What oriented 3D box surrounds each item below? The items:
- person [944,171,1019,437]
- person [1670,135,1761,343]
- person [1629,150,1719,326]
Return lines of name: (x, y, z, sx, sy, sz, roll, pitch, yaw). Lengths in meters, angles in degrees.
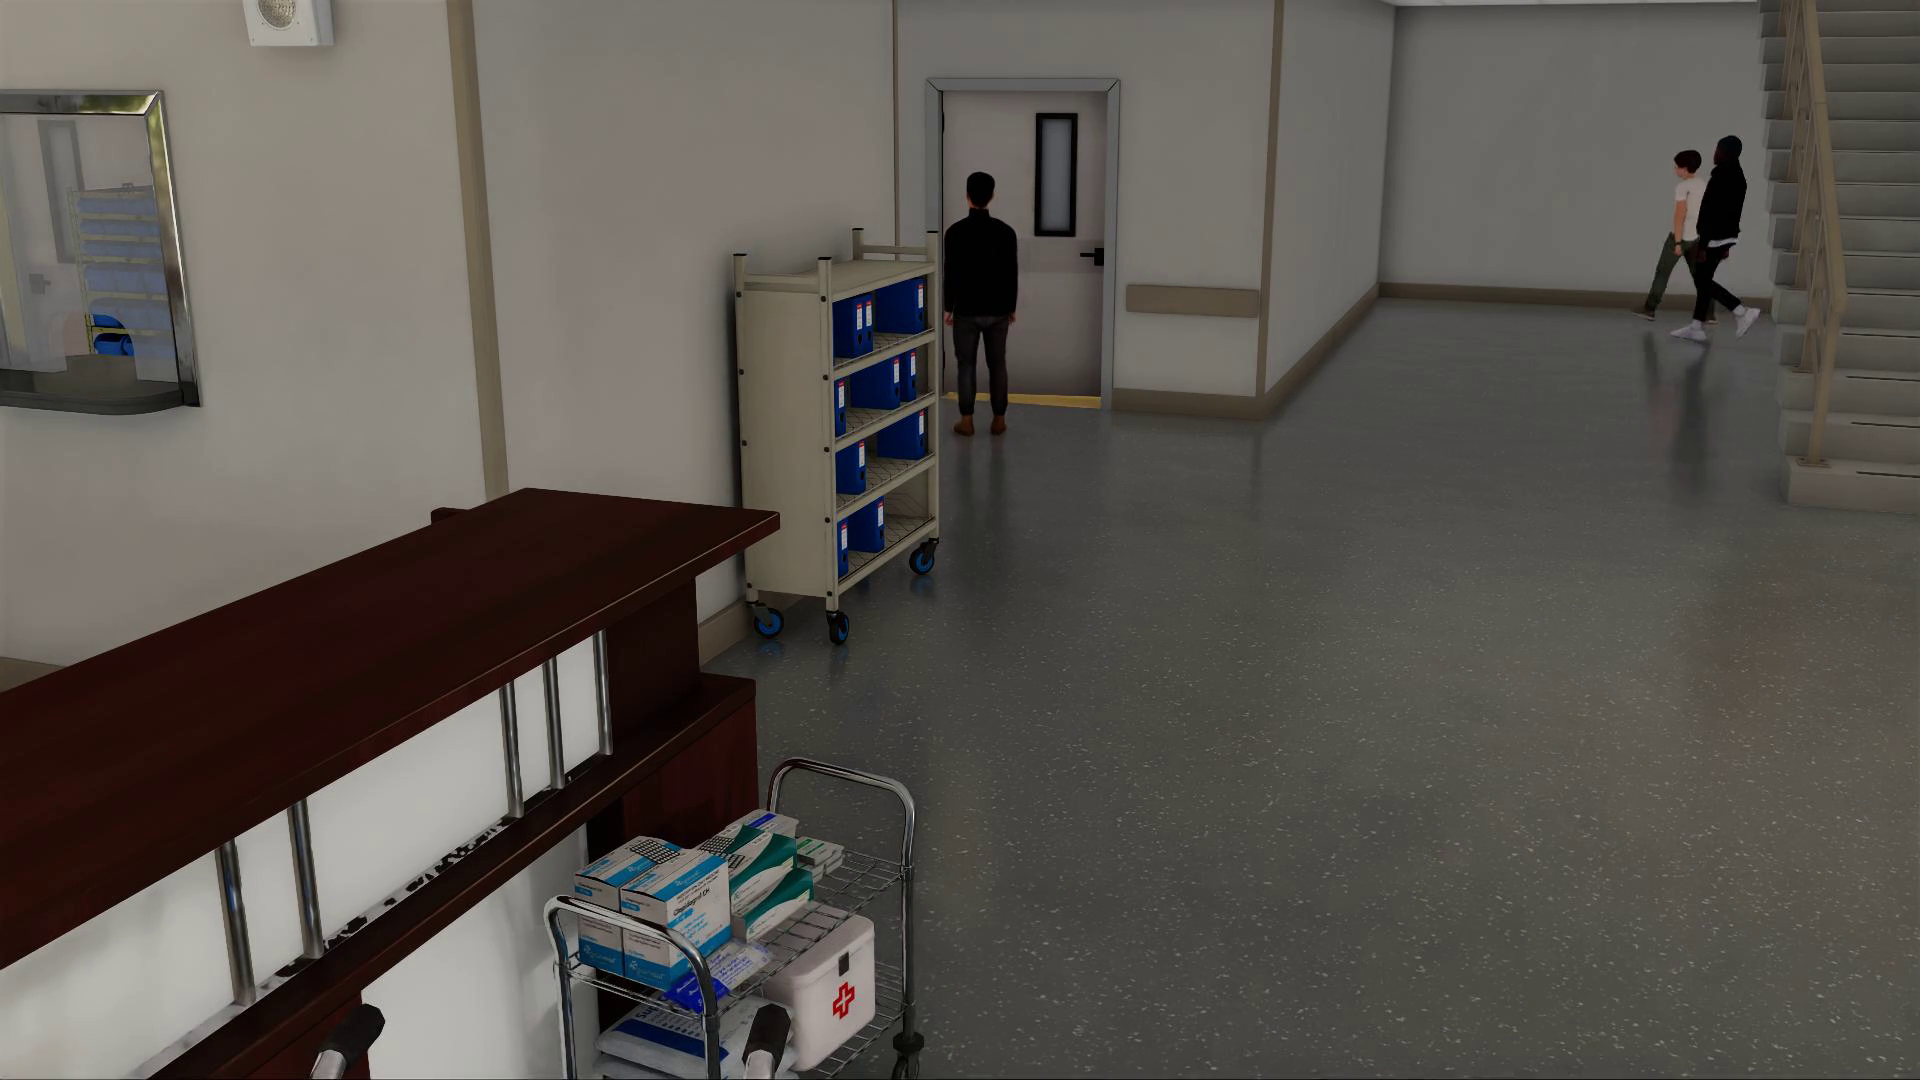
person: (0.141, -1.555, 10.975, 0.725, 1.723, 0.709, -2, 16, -8)
person: (6.688, -2.597, 14.531, 1.107, 1.798, 1.047, -13, 21, -39)
person: (6.836, -2.765, 15.477, 1.118, 1.608, 1.105, -9, 18, -29)
